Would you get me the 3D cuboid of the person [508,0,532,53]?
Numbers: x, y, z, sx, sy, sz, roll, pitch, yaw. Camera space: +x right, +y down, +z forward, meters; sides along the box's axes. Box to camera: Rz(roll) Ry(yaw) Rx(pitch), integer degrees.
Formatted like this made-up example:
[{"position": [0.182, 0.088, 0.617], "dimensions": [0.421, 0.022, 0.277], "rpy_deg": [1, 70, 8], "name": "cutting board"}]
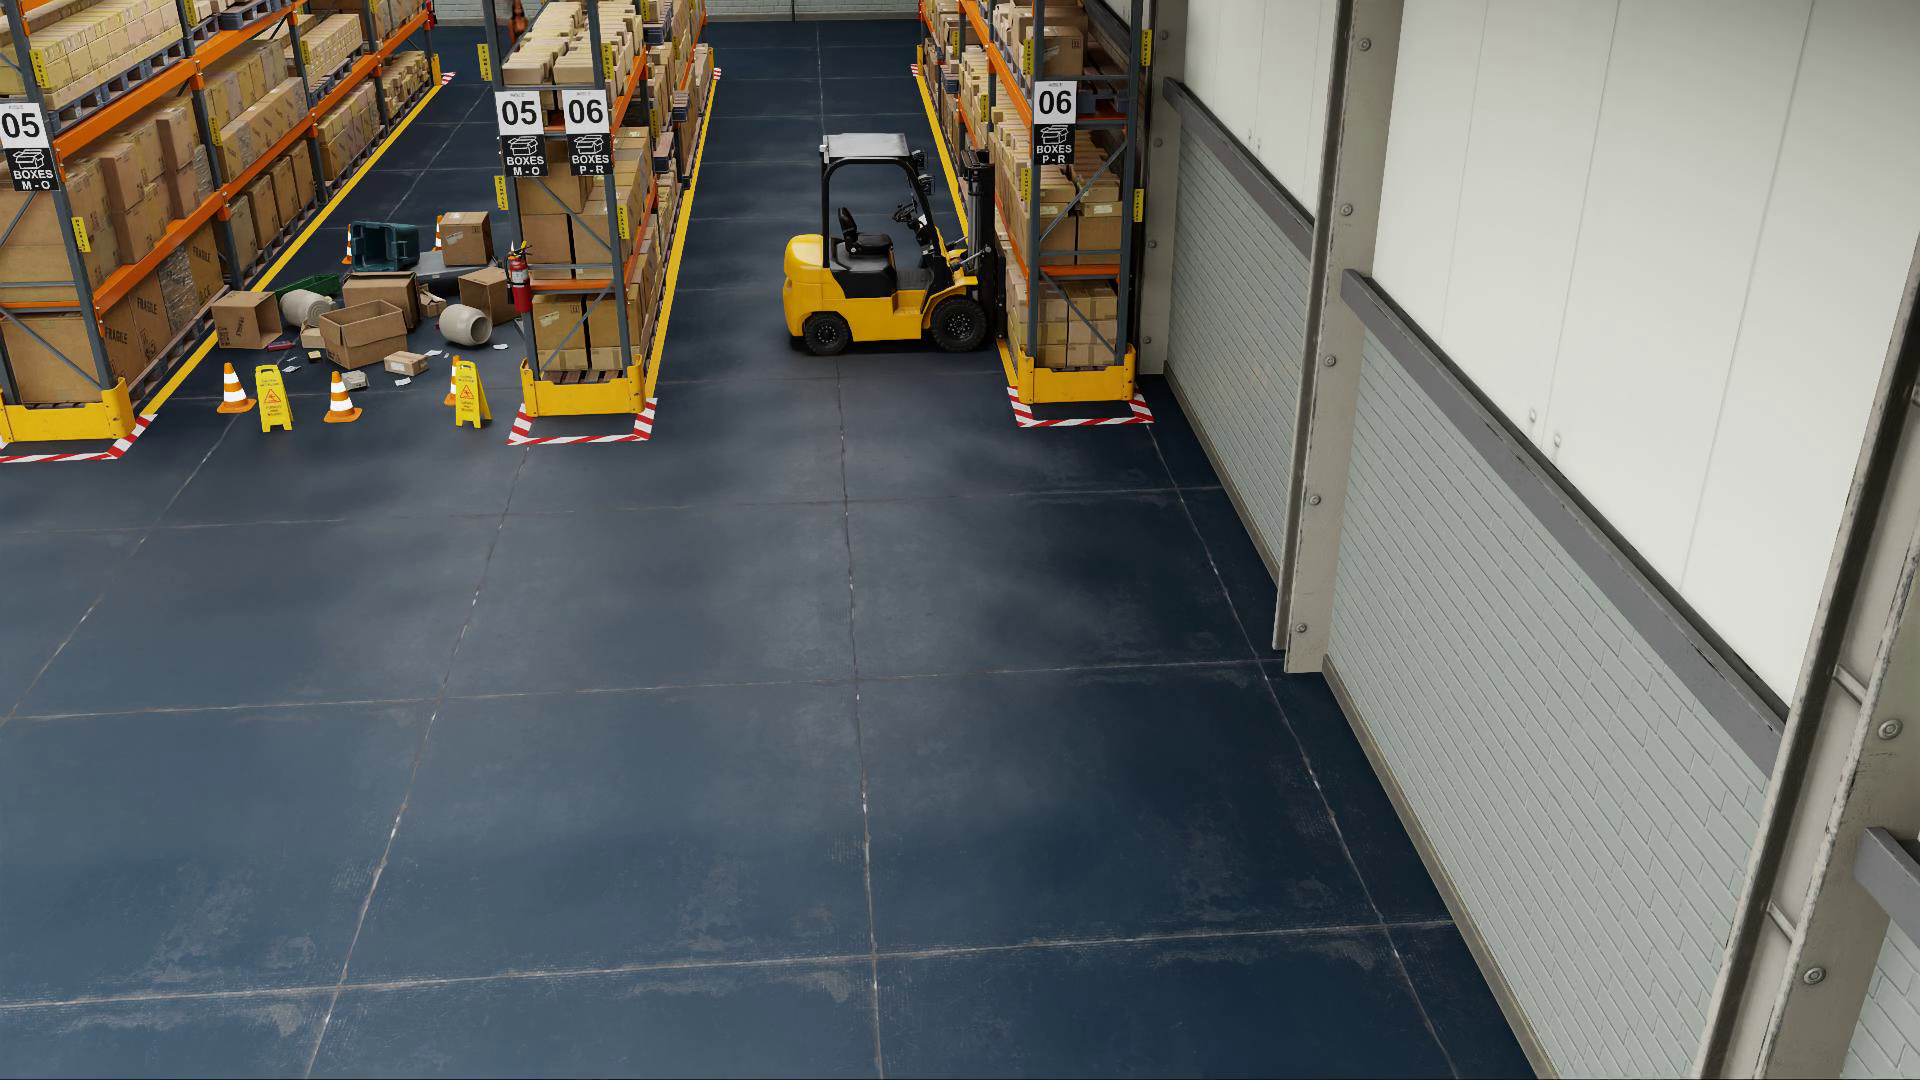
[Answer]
[{"position": [-7.625, -8.489, 28.859], "dimensions": [0.794, 1.662, 0.965], "rpy_deg": [-16, 31, -28], "name": "person"}]
